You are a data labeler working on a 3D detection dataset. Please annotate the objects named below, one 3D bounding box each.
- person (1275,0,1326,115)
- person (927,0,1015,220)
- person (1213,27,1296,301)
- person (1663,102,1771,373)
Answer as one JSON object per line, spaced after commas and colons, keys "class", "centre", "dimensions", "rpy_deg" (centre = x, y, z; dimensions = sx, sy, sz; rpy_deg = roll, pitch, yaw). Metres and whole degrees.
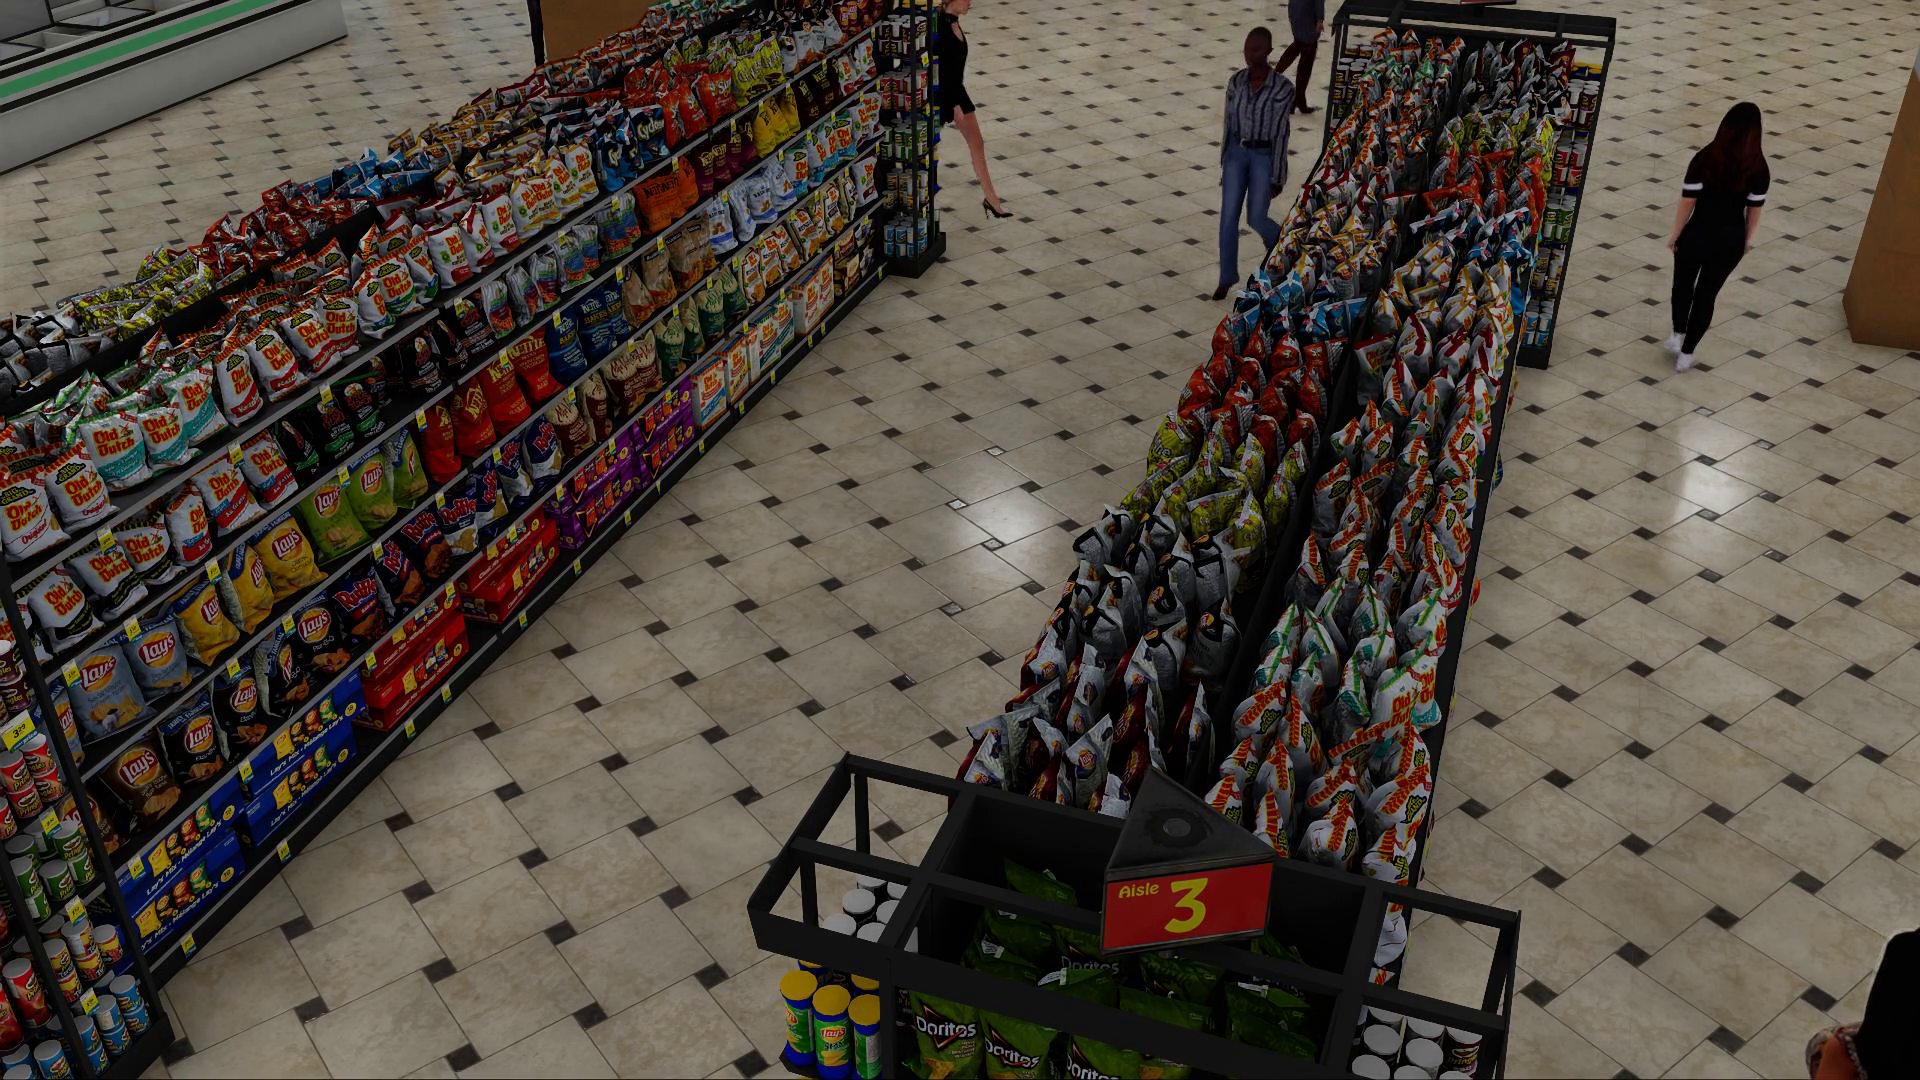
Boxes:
{"class": "person", "centre": [2.841, -4.436, 14.051], "dimensions": [0.884, 1.700, 0.831], "rpy_deg": [-11, 34, -17]}
{"class": "person", "centre": [-0.174, -3.094, 11.863], "dimensions": [0.636, 1.731, 0.939], "rpy_deg": [13, 34, 19]}
{"class": "person", "centre": [1.928, -2.418, 10.736], "dimensions": [0.759, 1.774, 0.913], "rpy_deg": [20, 37, 29]}
{"class": "person", "centre": [4.425, -1.743, 9.787], "dimensions": [0.605, 1.631, 0.572], "rpy_deg": [11, 33, 17]}
